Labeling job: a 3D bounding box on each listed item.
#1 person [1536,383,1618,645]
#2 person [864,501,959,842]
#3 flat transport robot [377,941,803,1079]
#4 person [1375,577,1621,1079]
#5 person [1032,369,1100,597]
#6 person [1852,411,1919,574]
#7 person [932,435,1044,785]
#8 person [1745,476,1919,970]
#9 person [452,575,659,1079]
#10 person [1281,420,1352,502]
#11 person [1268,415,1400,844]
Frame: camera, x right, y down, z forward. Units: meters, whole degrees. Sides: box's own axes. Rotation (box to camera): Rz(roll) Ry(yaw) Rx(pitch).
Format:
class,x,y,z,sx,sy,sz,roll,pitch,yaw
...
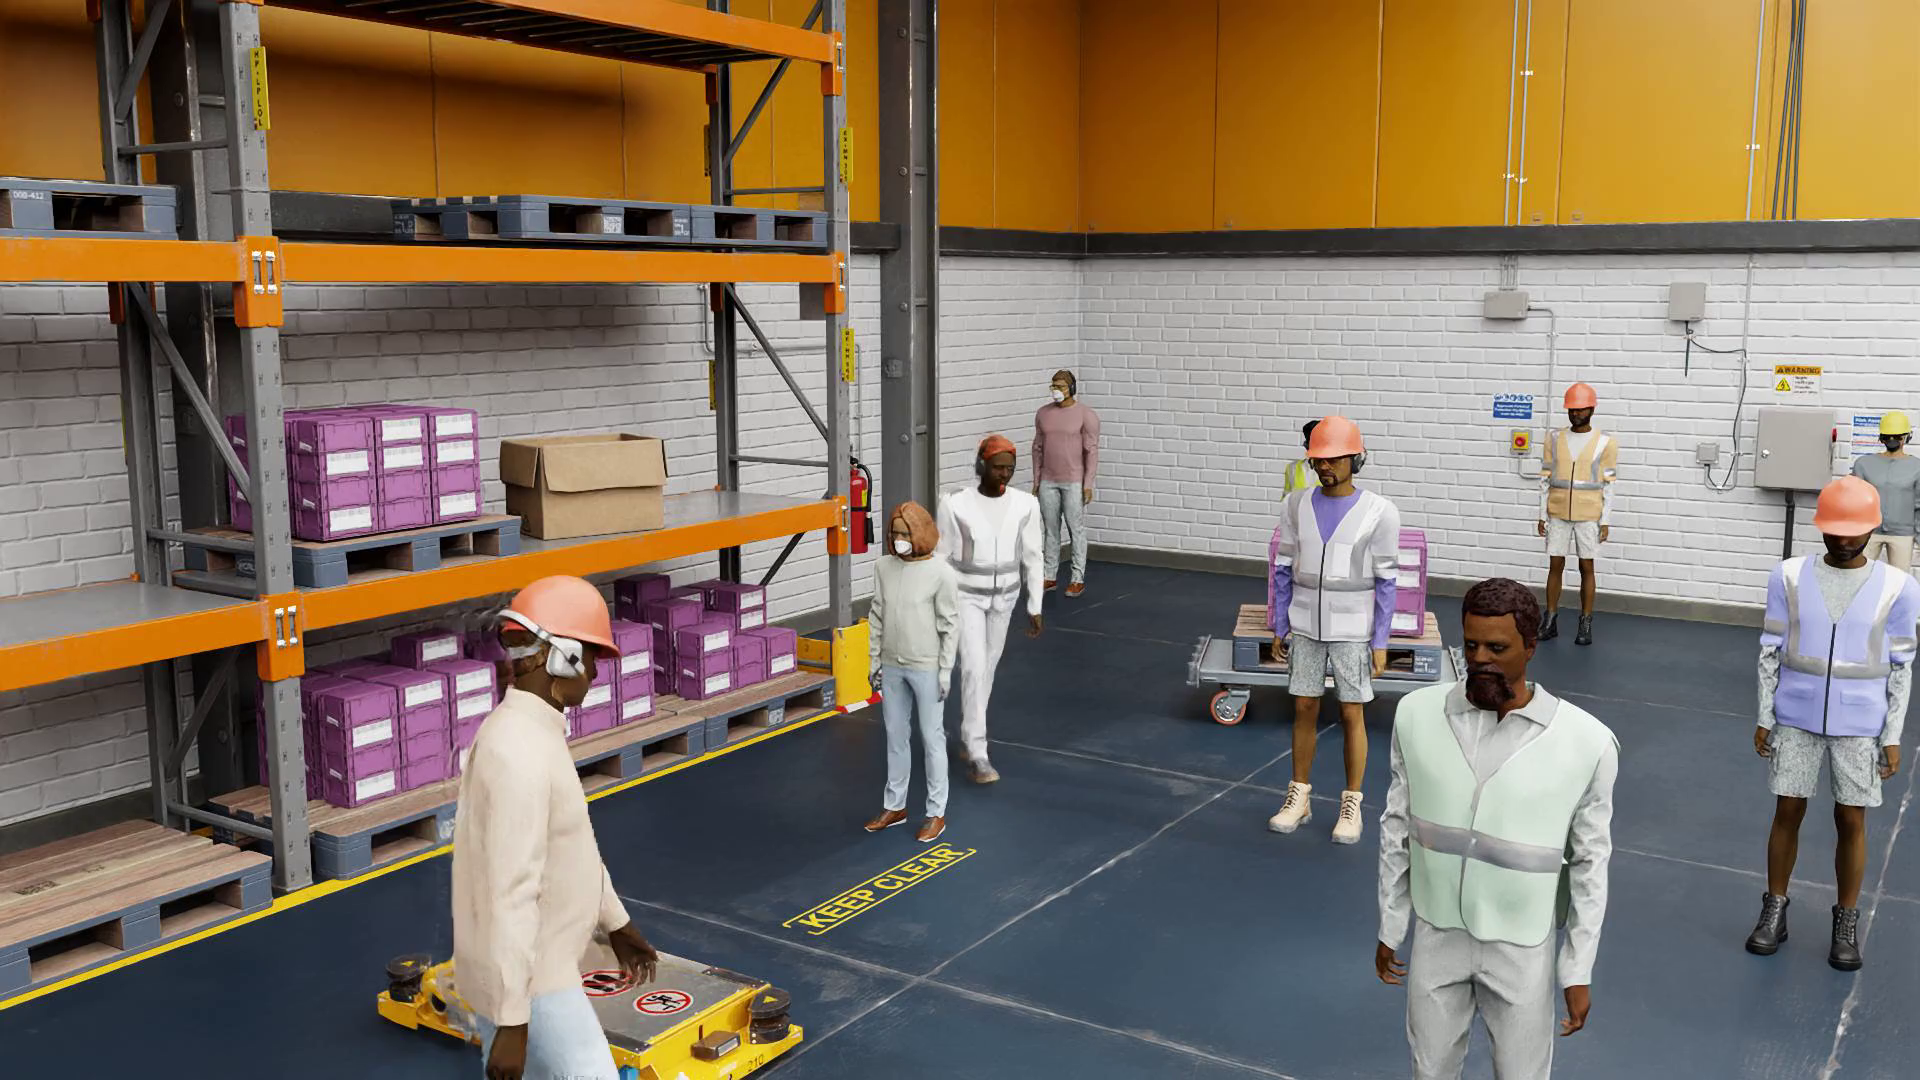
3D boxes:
class,x,y,z,sx,sy,sz,roll,pitch,yaw
person,4.549,-0.193,12.309,0.542,1.938,0.357,6,10,33
person,-0.234,0.623,7.991,0.497,1.633,0.289,6,10,33
flat transport robot,-1.317,1.631,5.844,1.431,0.197,0.652,6,10,32
person,1.380,1.040,4.356,0.591,1.920,0.393,6,10,33
person,0.883,-0.487,14.215,0.629,1.940,0.373,6,10,33
person,6.608,-0.040,11.870,0.522,1.768,0.311,6,10,33
person,0.174,0.368,8.921,0.586,1.845,0.844,-3,9,-21
person,3.393,0.705,6.491,0.542,1.931,0.366,6,10,33
person,-0.949,1.062,4.156,0.861,1.933,0.643,-3,9,-21
person,2.538,-0.014,11.928,0.532,1.696,0.319,6,10,33
person,1.770,0.425,7.950,0.606,2.044,0.374,6,10,33
